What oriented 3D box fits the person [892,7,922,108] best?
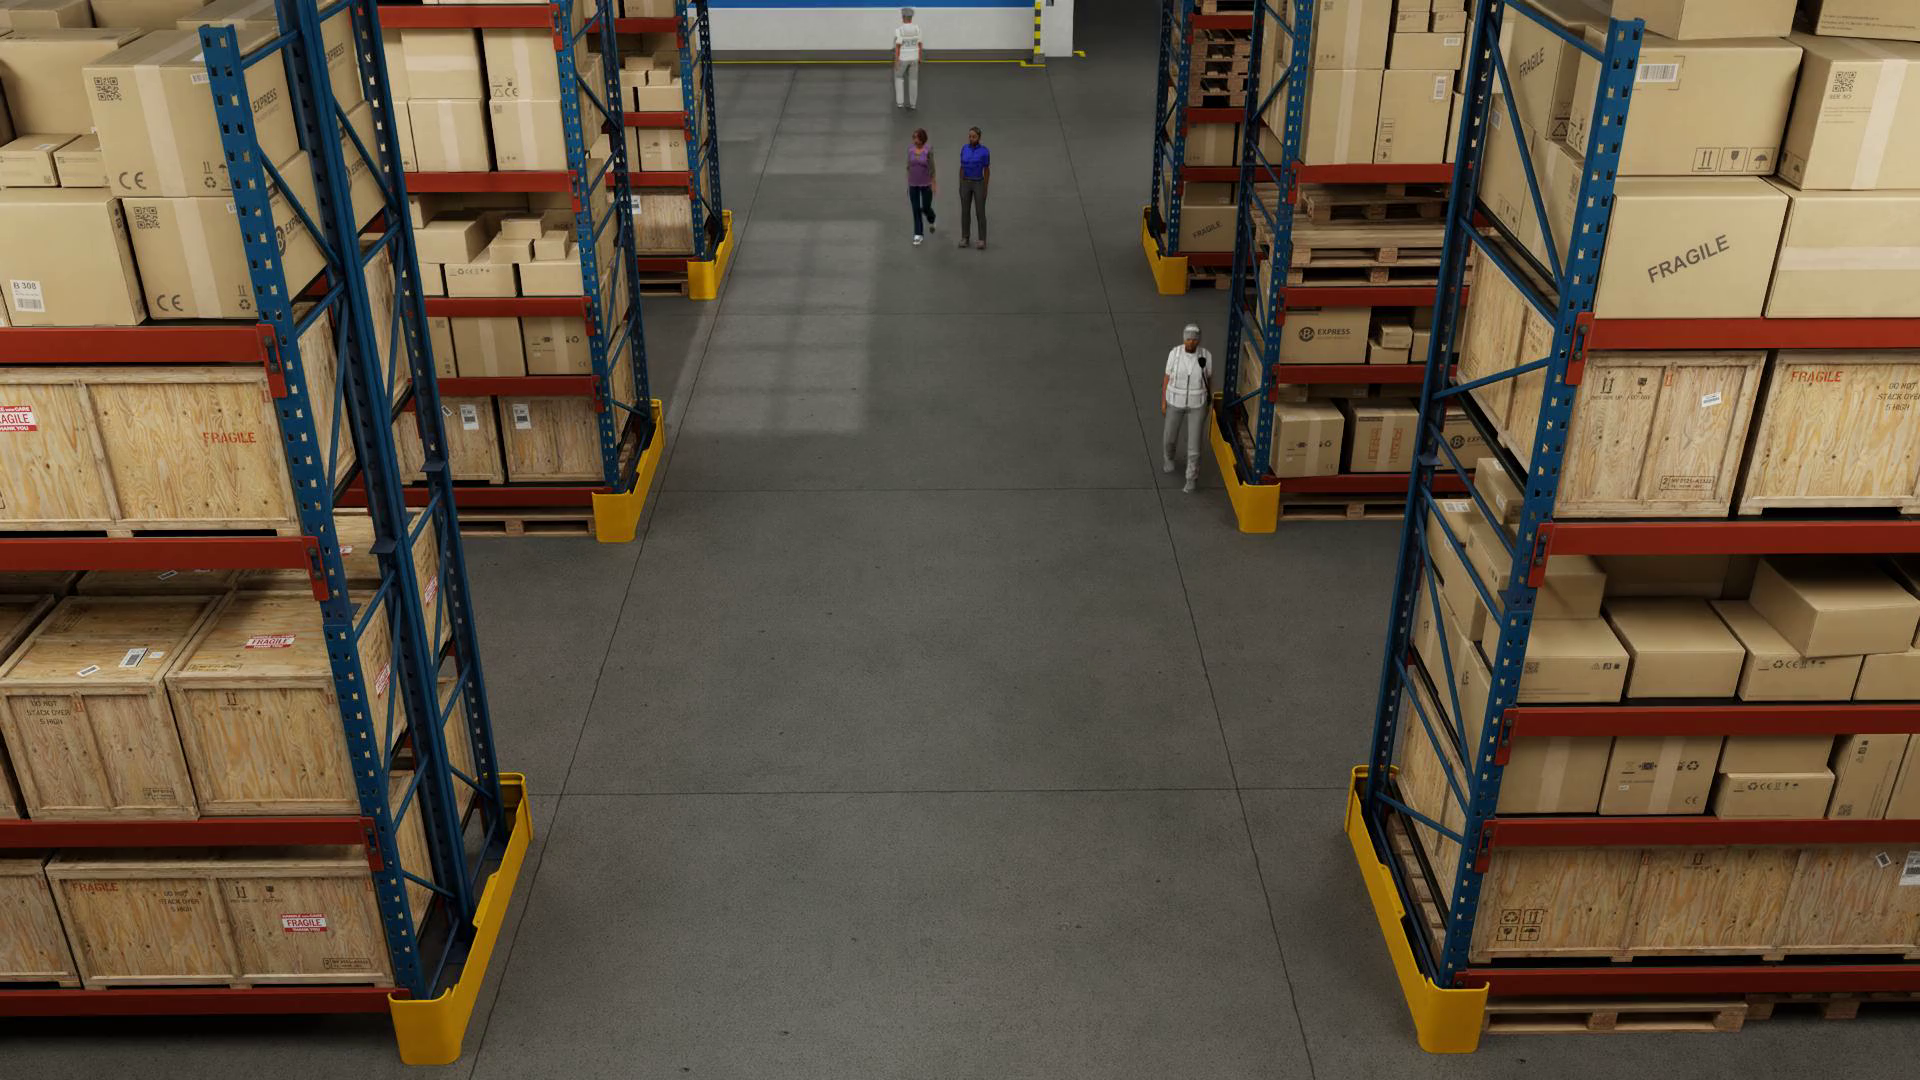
[{"bbox_3d":[-0.968,-8.723,30.135,0.549,1.809,0.498,-10,30,-18],"label":"person"}]

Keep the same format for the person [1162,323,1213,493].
[{"bbox_3d":[2.252,-1.351,16.529,0.482,1.670,0.683,4,29,8],"label":"person"}]

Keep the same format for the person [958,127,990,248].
[{"bbox_3d":[0.182,-4.914,23.163,0.434,1.656,0.361,7,29,14],"label":"person"}]

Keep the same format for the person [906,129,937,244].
[{"bbox_3d":[-0.532,-4.974,23.299,0.438,1.605,0.470,9,30,16],"label":"person"}]
